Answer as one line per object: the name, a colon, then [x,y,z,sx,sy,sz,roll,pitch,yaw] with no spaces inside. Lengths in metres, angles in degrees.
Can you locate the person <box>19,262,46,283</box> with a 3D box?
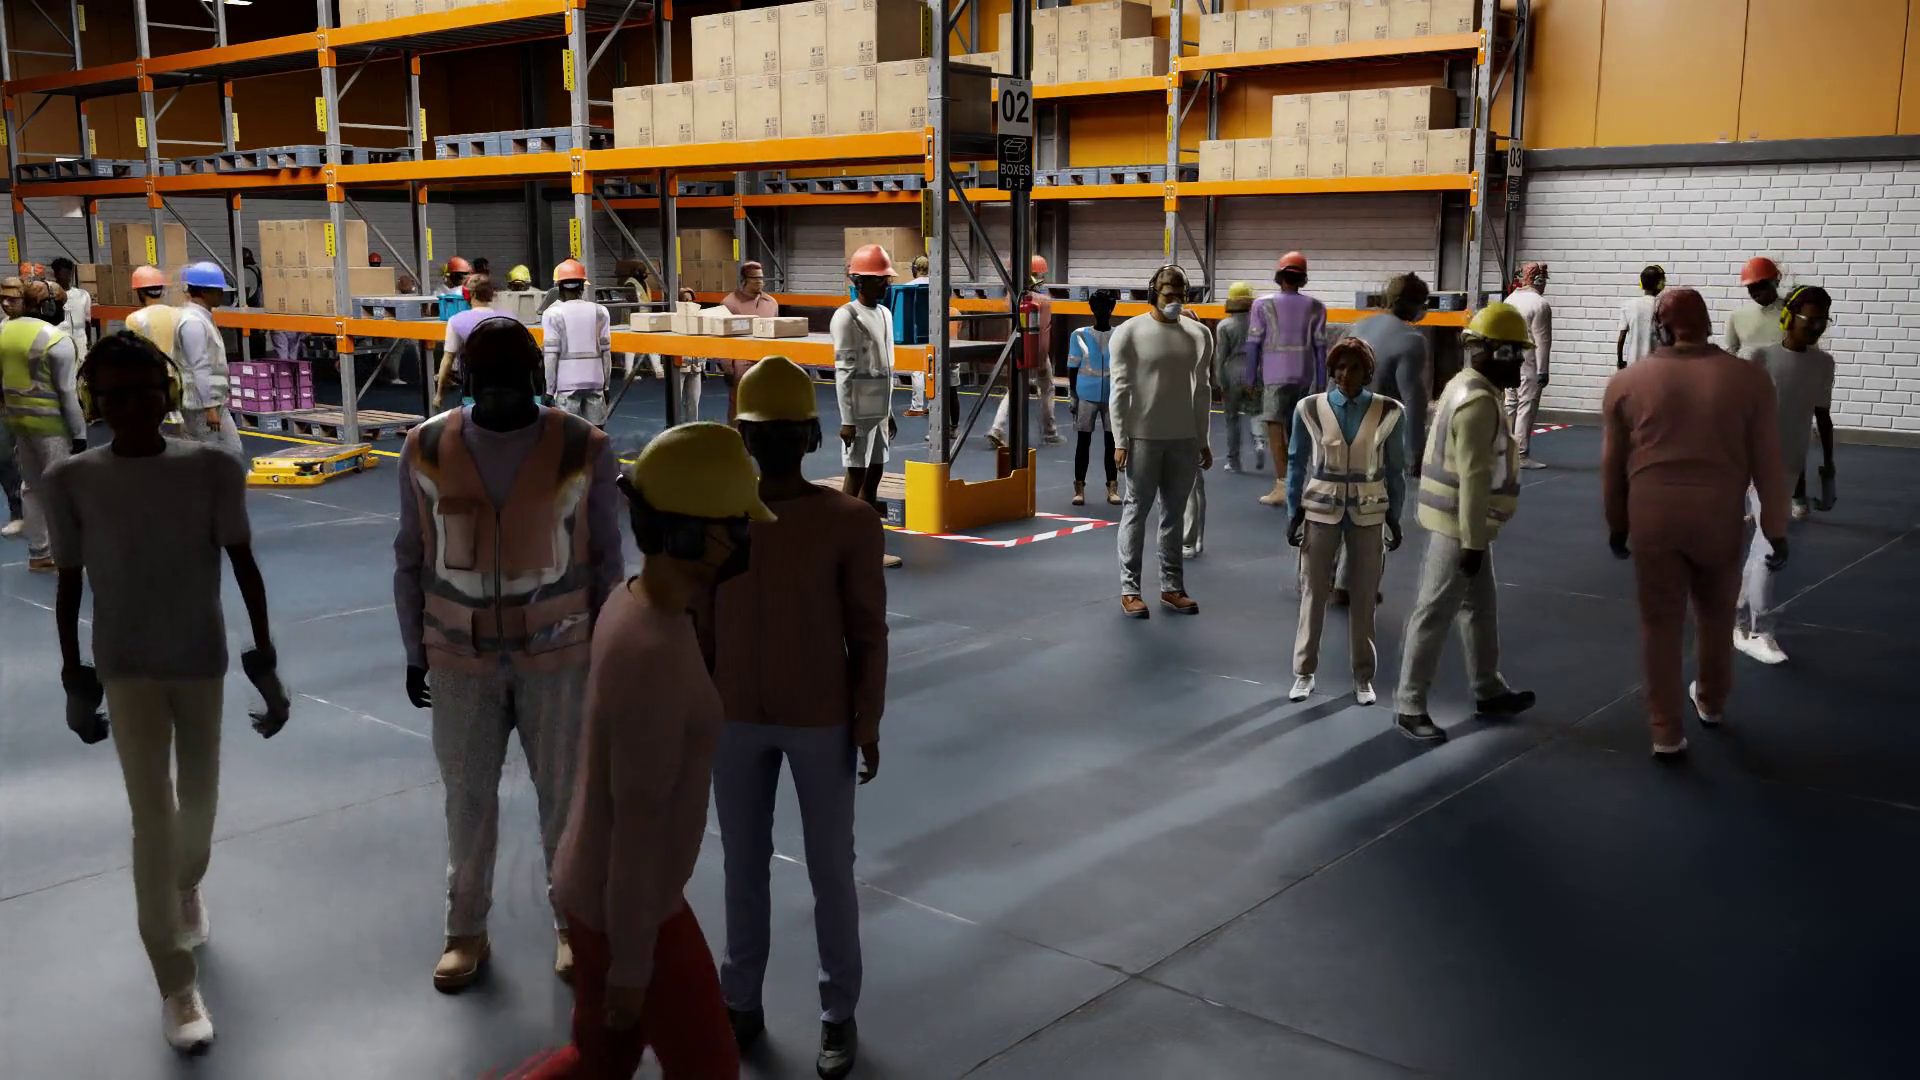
person: [-8.976,-1.749,16.179,0.572,1.886,0.354,6,12,32]

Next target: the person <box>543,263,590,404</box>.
person: [-3.173,-1.292,13.495,0.396,1.918,0.588,-2,10,-12]

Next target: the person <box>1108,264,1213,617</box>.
person: [1.118,-0.544,9.187,0.627,1.934,0.372,-4,11,-21]

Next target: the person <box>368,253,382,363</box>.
person: [-10.324,-4.107,29.458,0.551,1.936,0.356,-9,13,-40]

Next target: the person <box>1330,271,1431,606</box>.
person: [2.344,-0.556,9.349,0.513,1.897,0.650,-3,10,-16]

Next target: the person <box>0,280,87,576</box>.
person: [-5.629,-0.683,10.287,0.635,1.830,0.429,5,11,26]

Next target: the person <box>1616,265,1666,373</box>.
person: [6.290,-1.580,15.267,0.530,1.869,0.311,8,13,38]

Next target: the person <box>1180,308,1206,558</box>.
person: [1.469,-0.698,10.910,0.283,1.633,0.501,4,11,24]

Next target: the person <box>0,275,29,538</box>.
person: [-6.500,-0.904,11.504,0.551,1.834,0.483,2,10,9]

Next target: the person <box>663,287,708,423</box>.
person: [-2.702,-1.651,16.323,0.308,1.641,0.514,9,14,42]

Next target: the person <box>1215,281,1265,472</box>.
person: [2.533,-1.452,14.914,0.511,1.727,0.466,-2,10,-13]

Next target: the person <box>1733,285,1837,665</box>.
person: [4.051,-0.314,8.140,0.538,1.835,0.777,-2,10,-11]

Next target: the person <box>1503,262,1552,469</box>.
person: [5.235,-1.603,15.331,0.398,1.897,0.646,-2,10,-13]

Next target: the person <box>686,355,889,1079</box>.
person: [-0.438,0.436,4.070,0.533,1.772,0.297,2,10,13]

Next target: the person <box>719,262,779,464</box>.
person: [-1.910,-1.598,15.310,0.636,1.899,0.396,-9,13,-41]

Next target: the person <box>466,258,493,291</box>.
person: [-7.358,-3.370,25.431,0.933,1.894,0.594,4,11,23]

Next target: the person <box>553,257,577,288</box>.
person: [-6.210,-3.575,26.578,0.341,1.882,0.587,8,13,39]

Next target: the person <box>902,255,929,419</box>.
person: [-0.464,-2.413,19.813,0.631,1.940,0.372,-9,14,-43]

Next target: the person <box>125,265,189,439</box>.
person: [-6.381,-1.257,13.402,0.979,1.900,0.566,7,12,36]

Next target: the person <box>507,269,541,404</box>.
person: [-5.264,-2.338,19.875,0.524,1.769,0.314,-8,12,-37]

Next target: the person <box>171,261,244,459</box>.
person: [-5.239,-0.960,11.558,0.428,1.931,0.625,-2,10,-12]

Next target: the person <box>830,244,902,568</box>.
person: [-0.550,-0.801,10.335,0.390,2.041,0.614,5,11,25]

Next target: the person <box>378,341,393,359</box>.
person: [-10.636,-4.145,30.529,0.497,1.636,0.284,-9,13,-41]

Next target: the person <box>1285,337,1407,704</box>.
person: [1.708,-0.081,7.393,0.523,1.636,0.311,2,10,11]

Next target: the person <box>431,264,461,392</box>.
person: [-7.143,-2.988,23.428,0.440,1.813,0.611,8,12,37]

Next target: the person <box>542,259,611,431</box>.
person: [-3.002,-1.222,13.050,0.542,1.931,0.376,-6,12,-31]

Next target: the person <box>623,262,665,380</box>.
person: [-4.806,-3.338,25.445,0.859,1.806,0.627,4,11,21]

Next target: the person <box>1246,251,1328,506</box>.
person: [2.619,-1.271,13.182,0.628,2.006,0.753,-1,10,-7]

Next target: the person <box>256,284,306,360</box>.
person: [-9.611,-3.017,23.602,0.647,1.832,1.044,-5,11,-27]

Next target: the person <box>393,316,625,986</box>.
person: [-1.234,0.311,4.586,0.622,1.843,0.429,-1,10,-8]

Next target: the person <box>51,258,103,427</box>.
person: [-10.124,-2.235,18.872,0.996,1.911,0.620,9,13,41]

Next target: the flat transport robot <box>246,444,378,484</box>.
flat transport robot: [-5.736,-0.680,14.691,0.652,0.197,1.431,0,10,2]

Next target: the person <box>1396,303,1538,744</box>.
person: [2.139,-0.069,6.898,0.608,1.797,0.657,3,10,15]

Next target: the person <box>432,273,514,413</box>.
person: [-3.722,-1.120,12.778,0.592,1.824,0.601,7,12,36]

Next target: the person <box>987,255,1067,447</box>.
person: [0.661,-1.898,16.834,0.977,1.960,0.619,-9,13,-42]

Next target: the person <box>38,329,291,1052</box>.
person: [-2.153,0.339,4.496,0.521,1.824,0.929,-7,12,-35]

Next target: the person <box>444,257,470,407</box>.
person: [-5.699,-2.302,19.215,0.654,1.921,0.543,4,11,21]

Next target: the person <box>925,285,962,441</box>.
person: [-0.176,-1.880,17.463,0.316,1.697,0.533,6,12,31]

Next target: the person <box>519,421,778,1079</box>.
person: [-0.687,0.643,3.004,0.742,1.725,0.540,-3,10,-17]

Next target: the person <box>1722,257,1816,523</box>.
person: [5.952,-1.095,12.269,0.654,1.954,0.575,8,13,38]

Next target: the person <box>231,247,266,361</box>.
person: [-12.428,-4.079,29.004,0.536,2.000,0.682,1,10,4]

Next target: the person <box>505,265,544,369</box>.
person: [-5.738,-2.717,21.910,0.602,1.809,0.514,-8,13,-39]

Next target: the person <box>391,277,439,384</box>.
person: [-8.107,-3.097,24.665,0.825,1.589,0.529,0,10,-3]

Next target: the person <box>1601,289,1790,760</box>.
person: [2.984,-0.082,6.785,0.721,1.853,0.904,4,11,23]

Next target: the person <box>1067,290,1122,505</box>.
person: [1.106,-1.118,13.122,0.531,1.697,0.320,0,10,-2]
